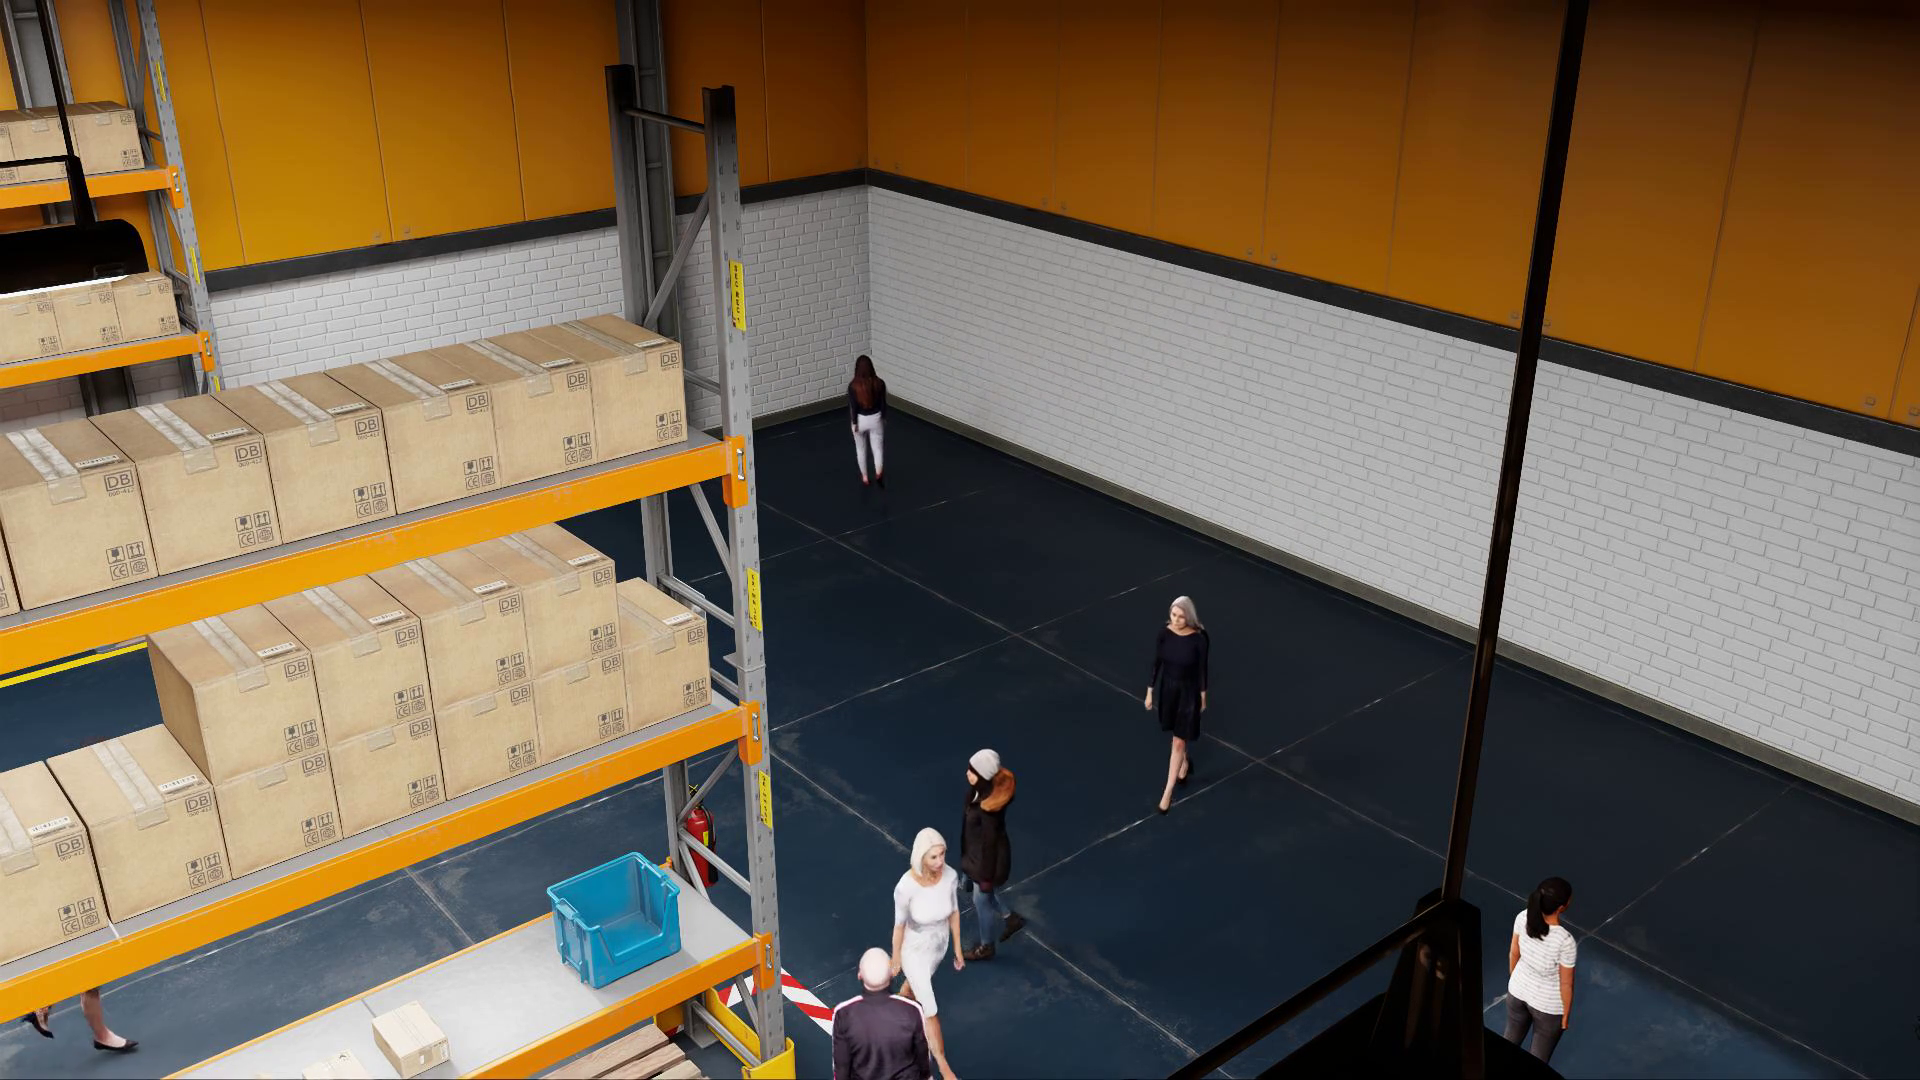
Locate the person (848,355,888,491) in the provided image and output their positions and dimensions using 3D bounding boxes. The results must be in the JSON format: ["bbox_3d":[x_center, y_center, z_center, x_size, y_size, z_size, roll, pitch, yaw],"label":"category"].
[{"bbox_3d":[-1.015,-1.293,18.809,0.971,1.588,0.934,-5,24,-11],"label":"person"}]

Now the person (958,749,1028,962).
[{"bbox_3d":[0.246,2.089,11.027,0.864,1.624,0.806,-2,24,-5],"label":"person"}]

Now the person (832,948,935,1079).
[{"bbox_3d":[-0.393,3.003,8.726,1.179,1.793,1.268,3,24,7],"label":"person"}]

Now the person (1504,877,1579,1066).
[{"bbox_3d":[3.361,2.663,9.686,0.553,1.647,0.589,-15,28,-31],"label":"person"}]

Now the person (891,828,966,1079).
[{"bbox_3d":[-0.262,2.462,10.087,1.008,1.693,0.619,-18,30,-36],"label":"person"}]

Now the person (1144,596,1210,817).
[{"bbox_3d":[1.739,1.201,12.943,0.863,1.716,1.108,12,26,26],"label":"person"}]
